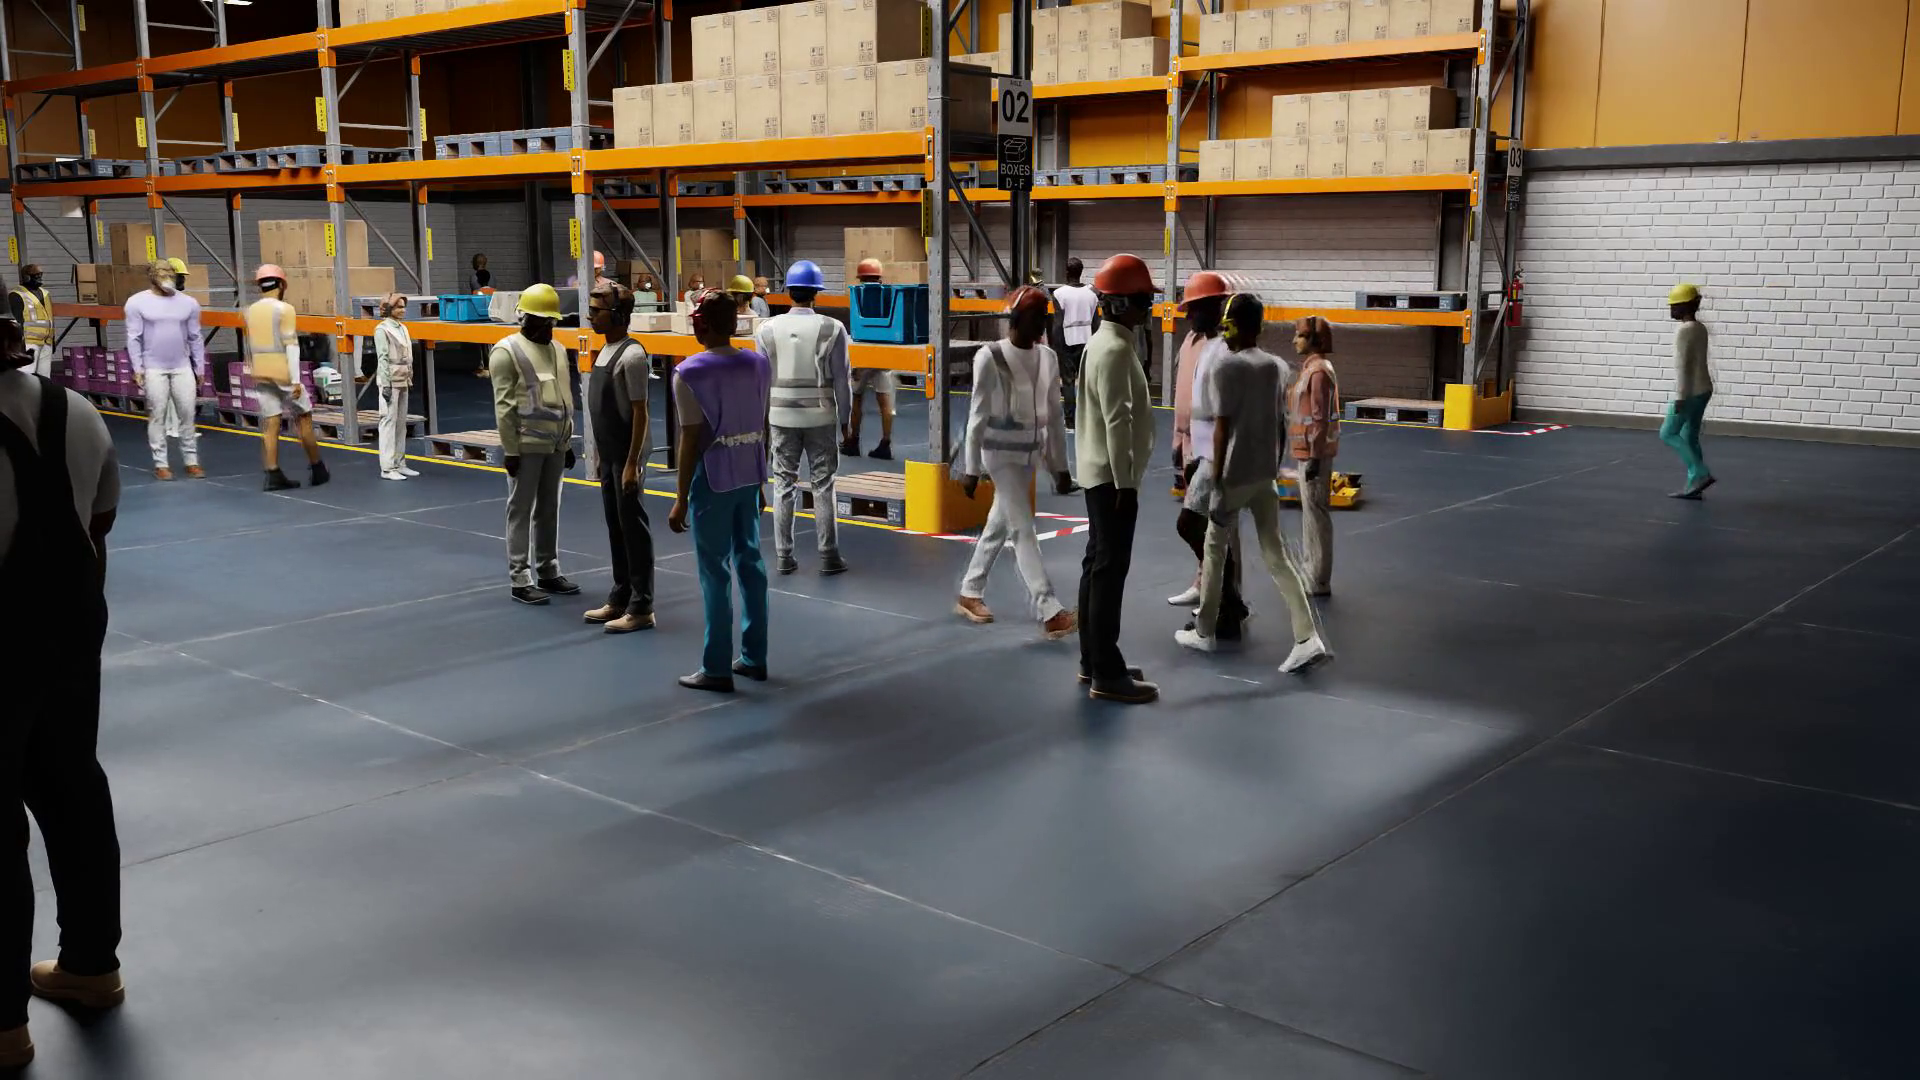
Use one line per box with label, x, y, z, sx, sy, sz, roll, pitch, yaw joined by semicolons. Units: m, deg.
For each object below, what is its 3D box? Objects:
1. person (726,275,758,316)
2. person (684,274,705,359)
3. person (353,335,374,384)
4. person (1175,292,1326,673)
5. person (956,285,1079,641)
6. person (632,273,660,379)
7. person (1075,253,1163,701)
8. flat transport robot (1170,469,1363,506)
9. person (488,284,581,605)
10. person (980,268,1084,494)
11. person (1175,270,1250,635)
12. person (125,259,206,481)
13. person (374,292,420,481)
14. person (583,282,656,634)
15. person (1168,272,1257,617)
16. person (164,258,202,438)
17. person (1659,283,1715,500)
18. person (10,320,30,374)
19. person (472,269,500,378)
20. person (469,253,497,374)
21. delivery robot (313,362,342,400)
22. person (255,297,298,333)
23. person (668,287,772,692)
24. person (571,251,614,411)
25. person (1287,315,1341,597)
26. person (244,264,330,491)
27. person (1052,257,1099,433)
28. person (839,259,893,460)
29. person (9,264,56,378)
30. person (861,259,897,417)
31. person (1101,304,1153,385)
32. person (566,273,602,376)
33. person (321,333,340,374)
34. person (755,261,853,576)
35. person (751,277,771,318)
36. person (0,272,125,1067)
person;-2.029;-1.584;15.574;0.306;1.772;0.525;-6;11;-29
person;-4.094;-3.320;25.867;0.277;1.629;0.497;7;12;35
person;-9.012;-3.275;24.876;0.353;1.883;0.577;-2;10;-13
person;1.421;-0.282;8.041;0.564;1.825;0.953;-6;11;-29
person;0.321;-0.411;8.736;1.030;1.821;0.591;10;14;44
person;-4.849;-3.291;25.677;0.279;1.634;0.499;8;13;39
person;0.708;-0.283;7.516;0.378;1.996;0.611;-1;10;-4
flat transport robot;2.469;-0.448;13.369;1.431;0.197;0.652;4;11;20
person;-2.415;-0.552;9.547;0.404;1.822;0.587;5;11;24
person;0.584;-1.276;13.569;0.931;1.854;0.657;4;11;21
person;1.302;-0.439;8.655;0.429;1.906;0.573;0;10;-2
person;-6.918;-1.484;14.554;0.641;1.924;0.398;-9;13;-41
person;-4.955;-1.346;14.592;0.311;1.636;0.521;1;10;4
person;-1.805;-0.432;8.795;0.346;1.846;0.505;-6;12;-31
person;1.379;-0.539;9.260;0.397;1.899;0.662;-3;11;-19
person;-8.383;-2.051;17.813;0.589;1.919;0.399;9;13;42
person;5.804;-1.172;13.294;0.447;1.741;0.577;9;13;40
person;-7.175;-1.017;12.210;0.654;1.811;0.848;-6;12;-32
person;-7.401;-3.381;26.023;0.319;1.693;0.532;7;12;33
person;-7.666;-3.624;26.707;0.372;1.940;0.629;3;10;14
delivery robot;-8.140;-2.034;21.324;0.707;0.478;0.477;9;14;43
person;-9.034;-2.650;22.067;0.708;1.608;0.541;8;13;40
person;-1.079;-0.225;7.613;0.389;1.847;0.563;8;13;37
person;-4.551;-2.610;20.802;0.609;1.985;0.392;-5;11;-25
person;2.056;-0.489;9.707;0.310;1.638;0.523;1;10;6
person;-5.697;-1.377;14.071;0.585;1.883;0.756;3;11;19
person;1.265;-2.122;18.212;0.591;1.918;0.383;-5;11;-28
person;-0.900;-1.747;16.094;0.571;1.905;0.823;-7;12;-36
person;-11.096;-2.384;19.967;0.430;1.835;0.622;2;10;9
person;-1.039;-2.441;20.143;0.597;1.878;0.982;-6;11;-29
person;1.545;-1.617;15.477;0.514;1.872;0.328;-2;10;-8
person;-5.879;-3.519;26.273;0.683;1.885;0.558;-3;10;-18
person;-9.051;-3.089;24.000;0.445;1.813;0.611;3;10;18
person;-0.960;-0.746;10.301;0.615;1.942;0.407;2;10;10
person;-2.698;-2.754;22.618;0.267;1.632;0.509;1;10;8
person;-2.467;0.283;4.170;0.536;2.000;0.677;3;10;14
